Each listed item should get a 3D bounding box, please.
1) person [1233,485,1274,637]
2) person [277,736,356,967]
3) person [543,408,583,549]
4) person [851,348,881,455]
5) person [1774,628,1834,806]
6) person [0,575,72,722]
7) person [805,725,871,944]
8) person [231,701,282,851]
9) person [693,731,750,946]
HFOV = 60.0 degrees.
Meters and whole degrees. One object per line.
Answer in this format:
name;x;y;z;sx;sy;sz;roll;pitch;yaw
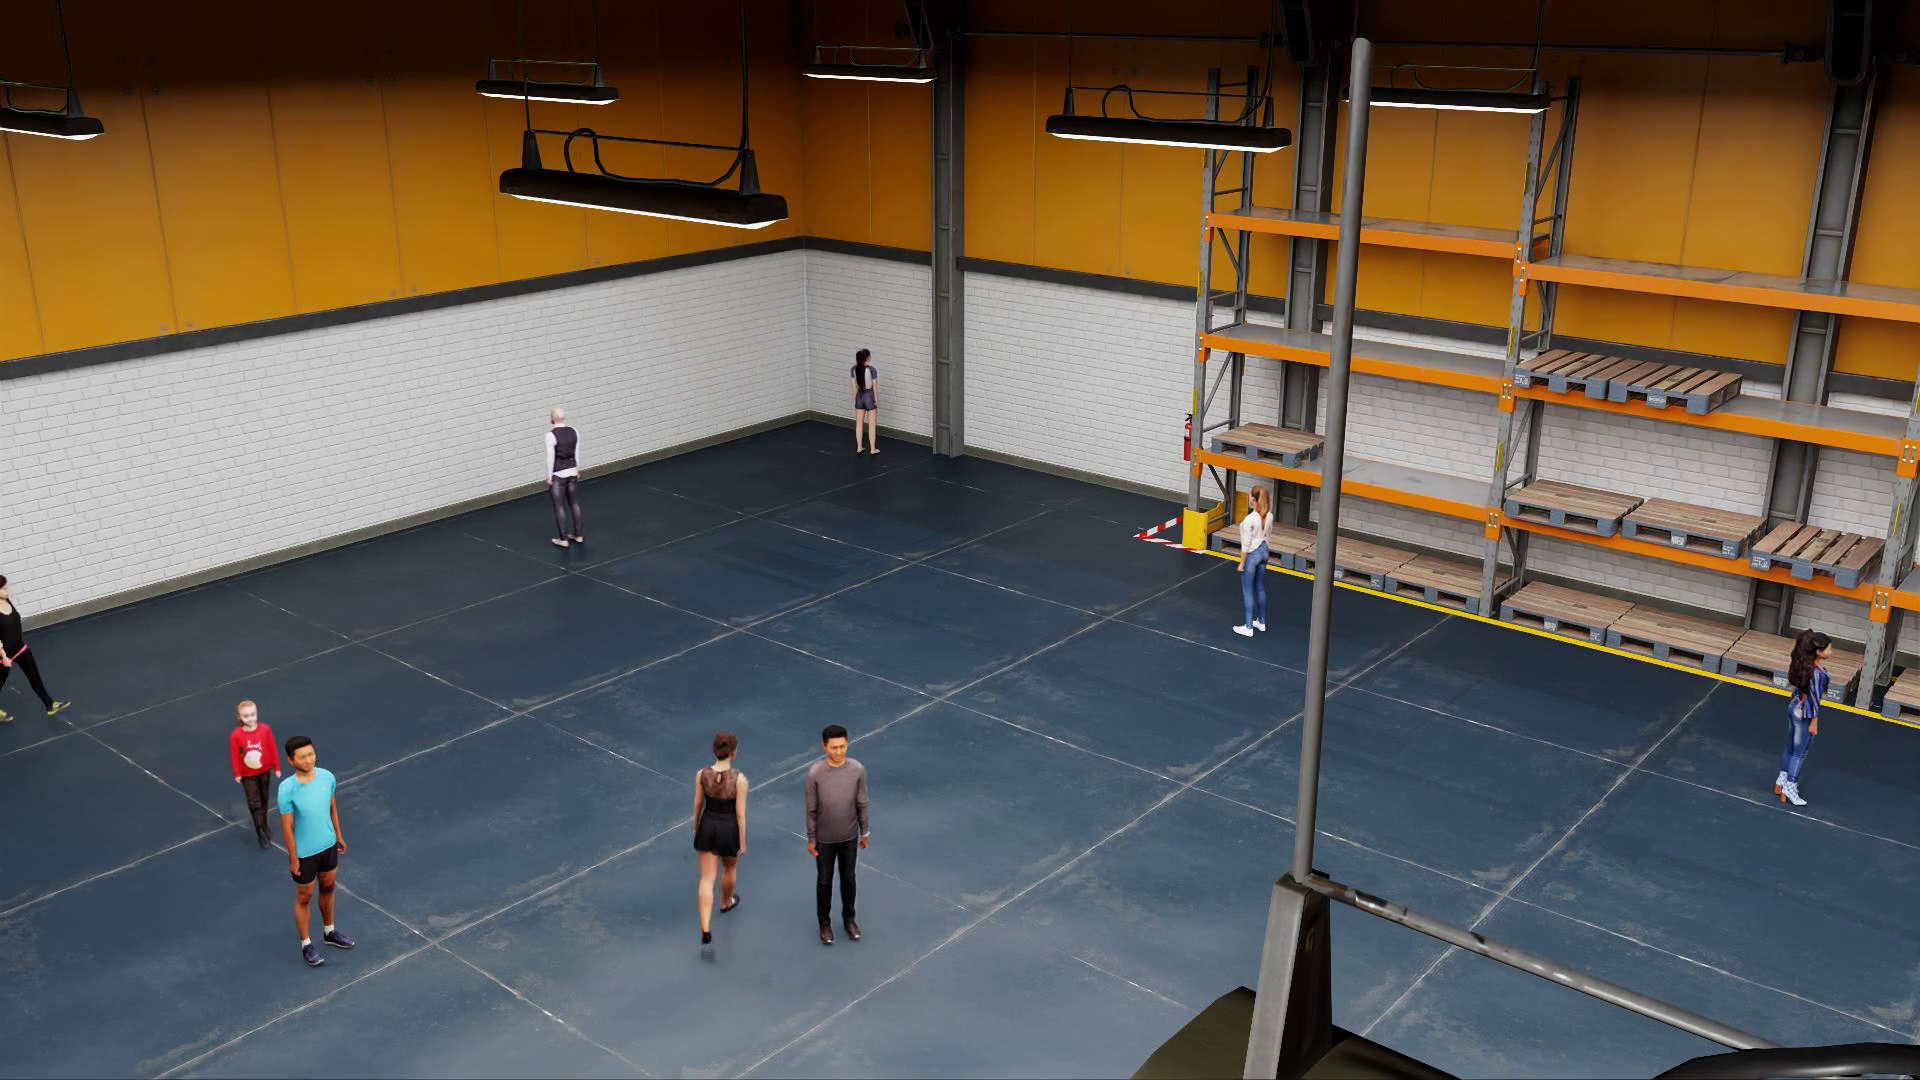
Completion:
person;3.292;0.219;18.568;0.648;1.719;0.569;-15;24;-38
person;-4.825;2.277;12.369;0.546;1.777;0.630;13;22;33
person;-5.131;-0.819;21.491;0.600;1.821;0.686;13;22;33
person;-1.463;-2.152;25.719;0.544;1.650;0.706;8;20;23
person;7.491;1.557;14.754;0.704;1.618;0.703;4;19;12
person;-9.422;1.086;16.319;1.073;1.512;0.942;1;19;3
person;-0.938;2.209;12.585;0.701;1.767;0.730;-8;20;-22
person;-6.007;1.949;14.141;0.580;1.267;0.794;-15;24;-38
person;-1.837;2.270;12.594;1.117;1.645;1.044;2;19;7
